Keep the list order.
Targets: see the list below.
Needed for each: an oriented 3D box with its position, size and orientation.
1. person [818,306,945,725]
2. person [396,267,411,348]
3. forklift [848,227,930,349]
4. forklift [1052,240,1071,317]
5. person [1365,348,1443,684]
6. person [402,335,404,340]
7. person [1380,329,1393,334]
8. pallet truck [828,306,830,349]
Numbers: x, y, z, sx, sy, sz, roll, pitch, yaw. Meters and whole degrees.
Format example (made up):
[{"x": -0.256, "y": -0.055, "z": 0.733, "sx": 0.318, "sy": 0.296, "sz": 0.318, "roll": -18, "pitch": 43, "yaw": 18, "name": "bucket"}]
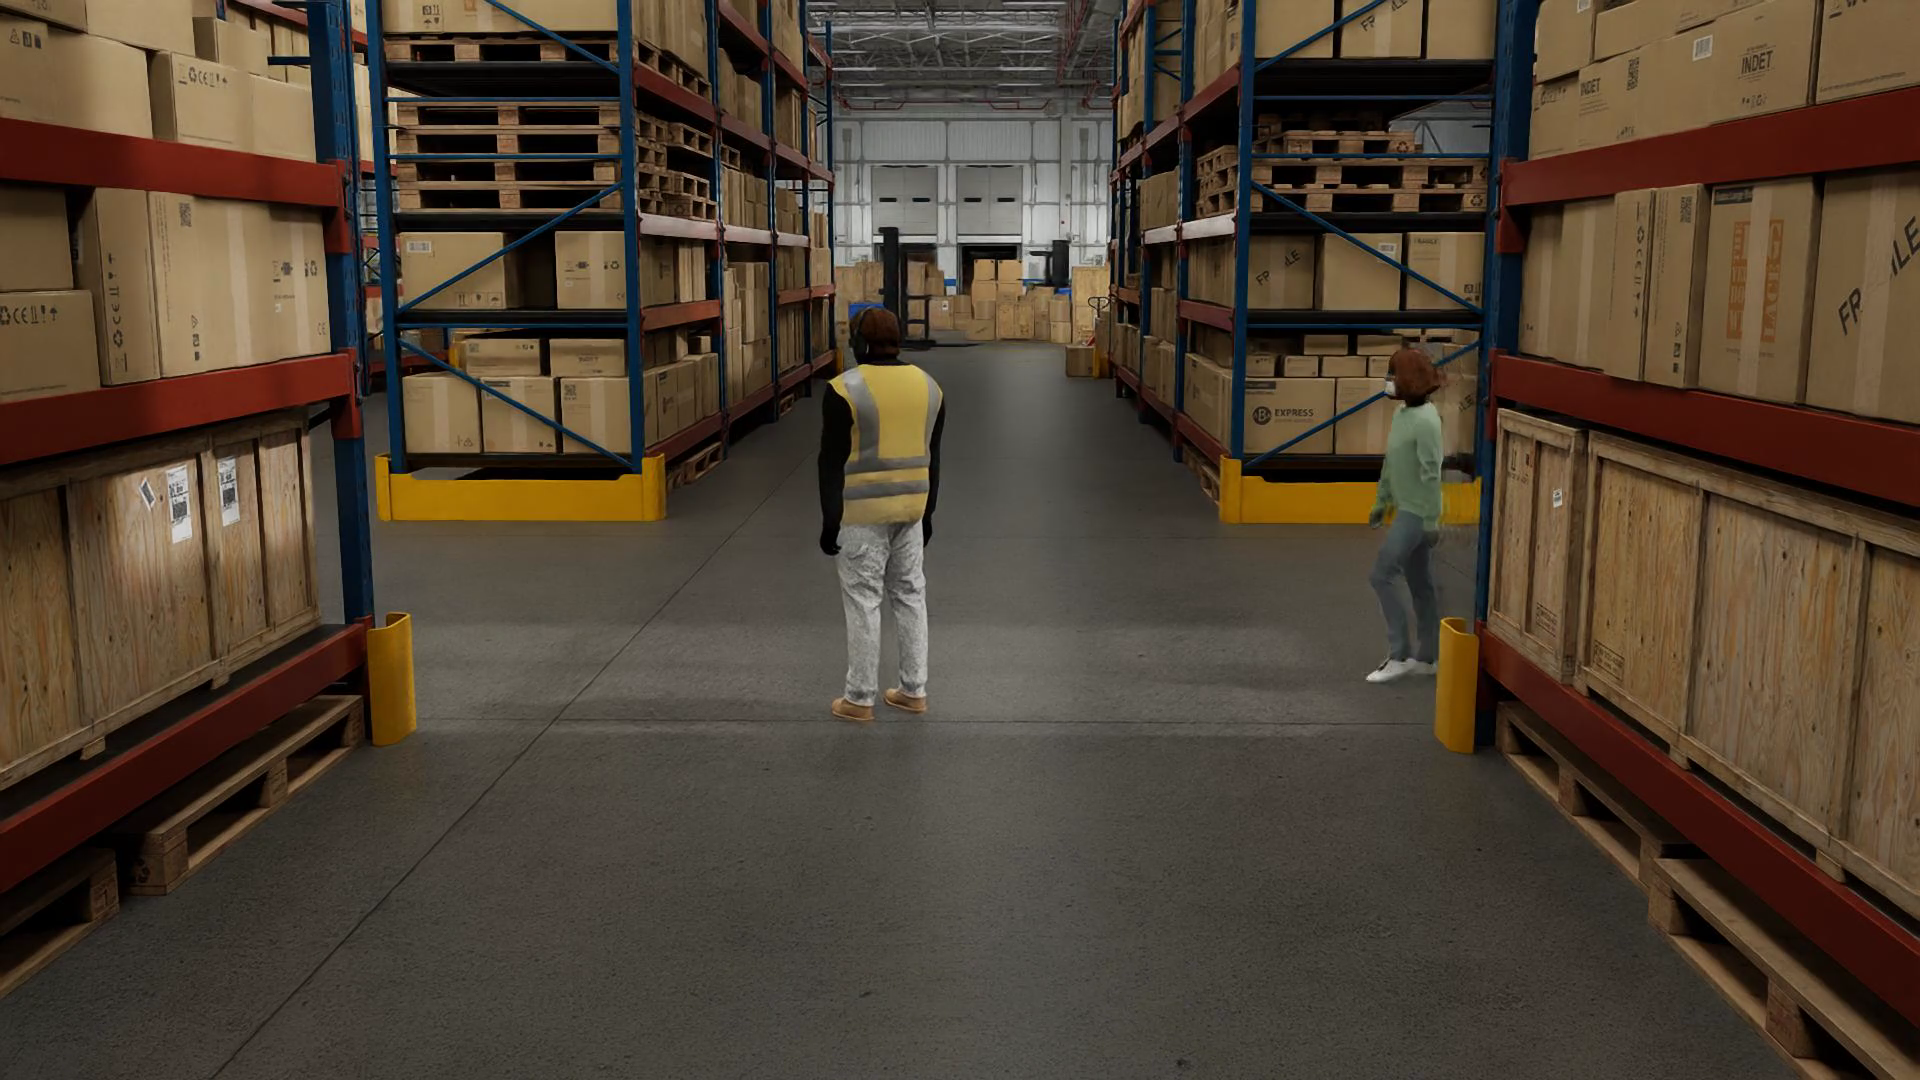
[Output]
[{"x": -0.360, "y": -0.108, "z": 7.359, "sx": 0.619, "sy": 1.836, "sz": 0.431, "roll": -8, "pitch": 12, "yaw": -40, "name": "person"}, {"x": -11.658, "y": -4.707, "z": 34.598, "sx": 0.467, "sy": 1.930, "sz": 0.648, "roll": 8, "pitch": 12, "yaw": 40, "name": "person"}, {"x": -1.611, "y": -5.801, "z": 38.312, "sx": 1.873, "sy": 2.768, "sz": 1.129, "roll": 0, "pitch": 9, "yaw": 1, "name": "forklift"}, {"x": 3.659, "y": -9.409, "z": 59.924, "sx": 1.873, "sy": 2.768, "sz": 1.129, "roll": 5, "pitch": 11, "yaw": 27, "name": "forklift"}, {"x": 2.125, "y": -0.111, "z": 8.022, "sx": 0.534, "sy": 1.618, "sz": 0.519, "roll": 1, "pitch": 10, "yaw": 5, "name": "person"}, {"x": -12.738, "y": -5.082, "z": 37.769, "sx": 0.533, "sy": 1.615, "sz": 0.405, "roll": -8, "pitch": 12, "yaw": -38, "name": "person"}, {"x": 7.182, "y": -3.534, "z": 28.356, "sx": 0.551, "sy": 1.653, "sz": 0.634, "roll": -2, "pitch": 10, "yaw": -13, "name": "person"}, {"x": -3.100, "y": -3.940, "z": 29.800, "sx": 1.885, "sy": 1.965, "sz": 0.823, "roll": 3, "pitch": 10, "yaw": 19, "name": "pallet truck"}]
